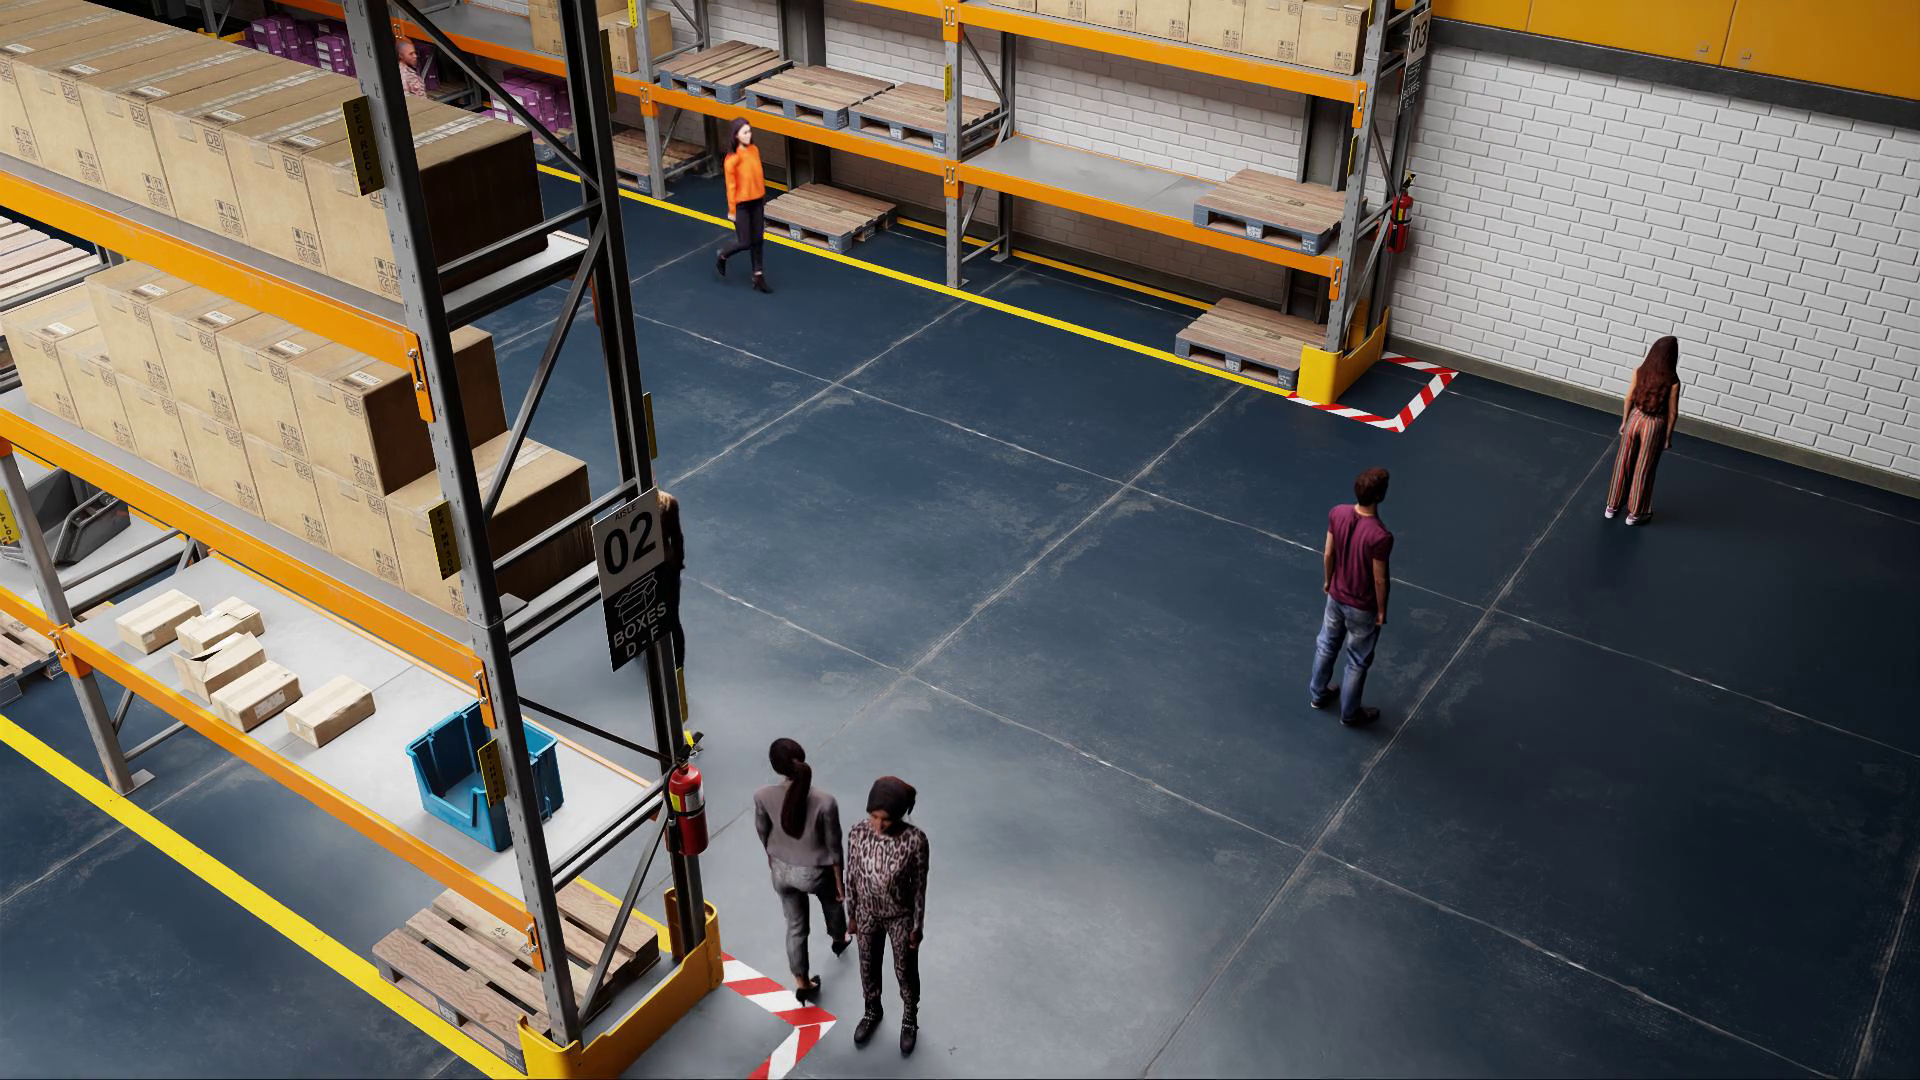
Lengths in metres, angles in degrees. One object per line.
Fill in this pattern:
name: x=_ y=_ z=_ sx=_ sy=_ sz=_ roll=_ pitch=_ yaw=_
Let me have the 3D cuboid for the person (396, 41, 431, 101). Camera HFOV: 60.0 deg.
person: x=-5.810 y=-4.416 z=17.736 sx=0.821 sy=1.807 sz=0.780 roll=-3 pitch=34 yaw=-5

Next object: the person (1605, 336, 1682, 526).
person: x=5.190 y=-0.845 z=12.583 sx=0.506 sy=1.562 sz=0.653 roll=29 pitch=43 yaw=36

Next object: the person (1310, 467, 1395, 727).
person: x=2.497 y=0.349 z=10.523 sx=0.778 sy=1.855 sz=0.603 roll=-23 pitch=40 yaw=-31

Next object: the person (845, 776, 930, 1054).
person: x=-0.358 y=1.876 z=8.350 sx=0.600 sy=1.717 sz=0.707 roll=9 pitch=35 yaw=13

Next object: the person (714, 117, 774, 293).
person: x=-2.116 y=-3.217 z=15.997 sx=0.870 sy=1.736 sz=0.633 roll=19 pitch=38 yaw=26

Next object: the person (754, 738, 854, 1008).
person: x=-0.839 y=1.782 z=8.559 sx=0.889 sy=1.644 sz=0.887 roll=9 pitch=35 yaw=13

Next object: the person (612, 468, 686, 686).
person: x=-1.967 y=0.275 z=10.806 sx=0.951 sy=1.665 sz=1.135 roll=-16 pitch=37 yaw=-22
